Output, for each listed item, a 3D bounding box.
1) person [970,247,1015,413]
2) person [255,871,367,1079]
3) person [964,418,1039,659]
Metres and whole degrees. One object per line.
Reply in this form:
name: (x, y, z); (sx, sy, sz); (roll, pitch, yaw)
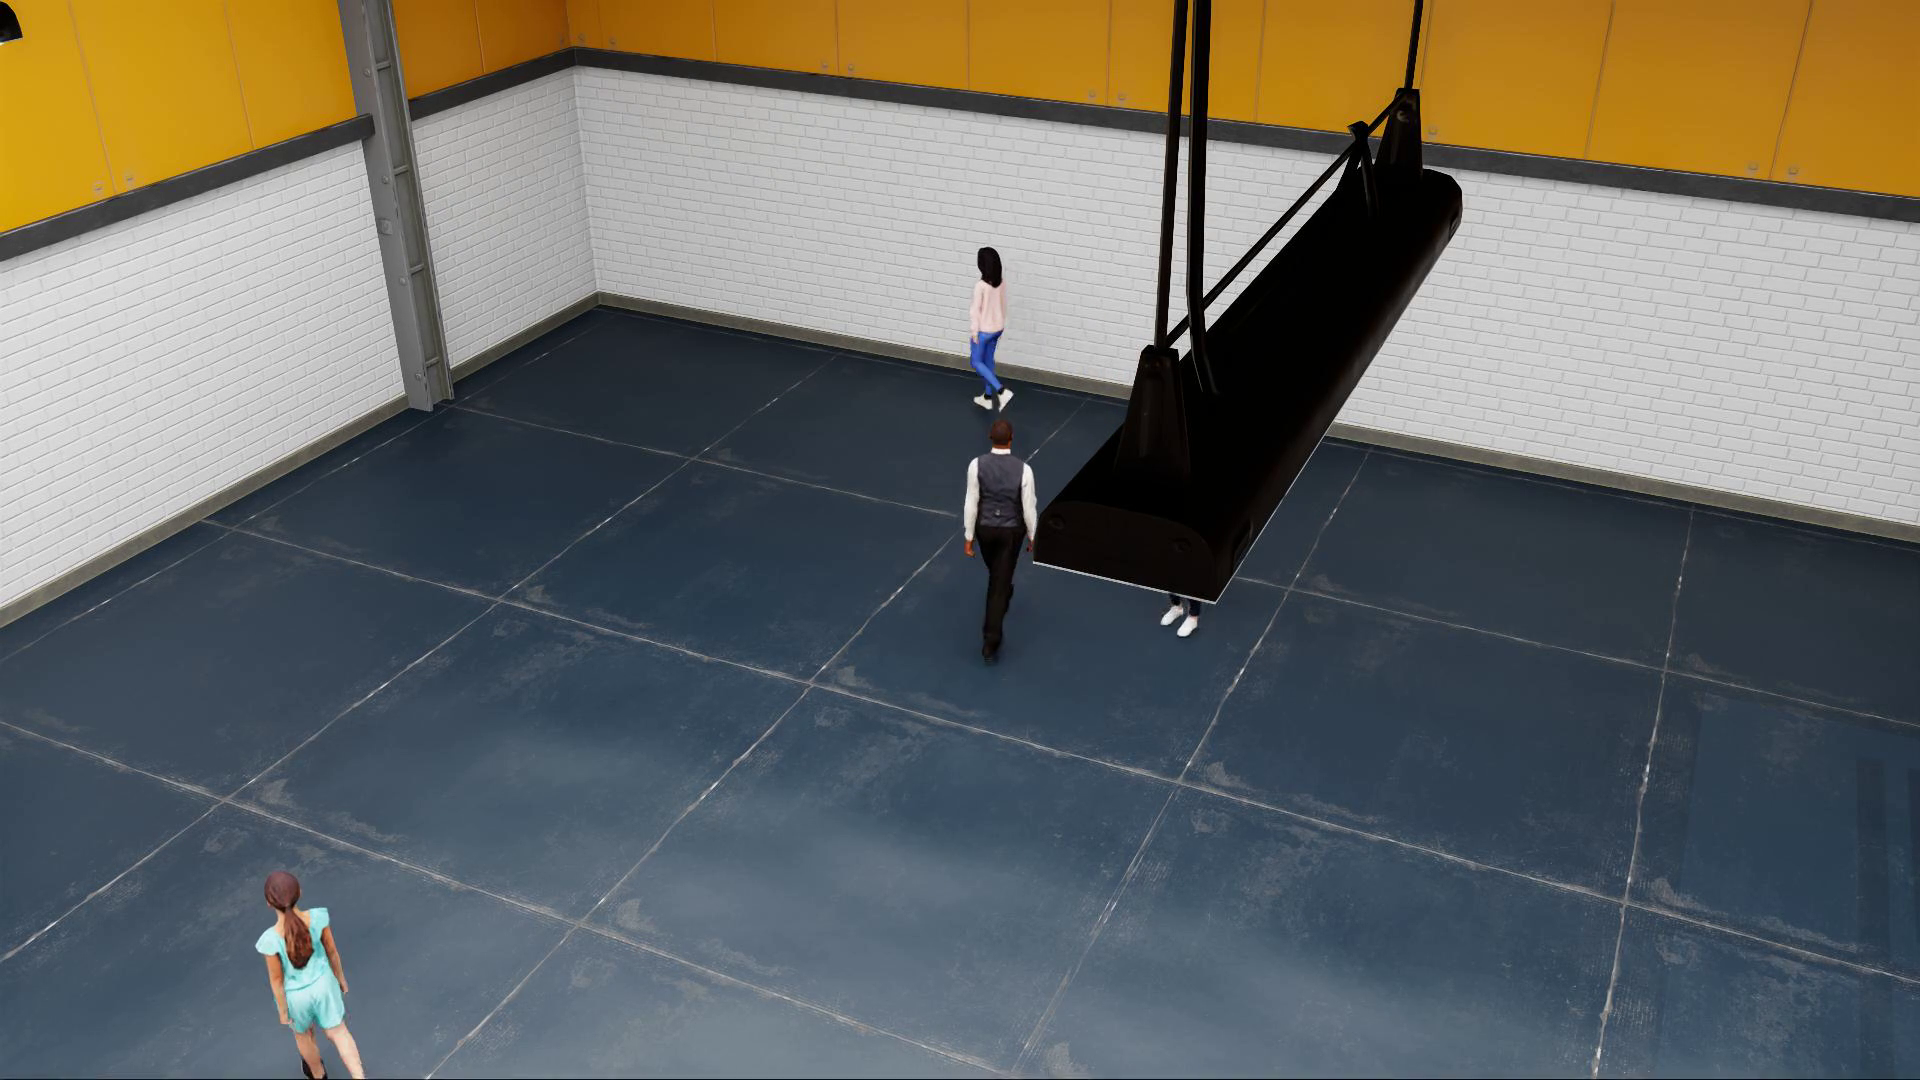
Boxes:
person: (0.342, -2.096, 16.912); (0.932, 1.752, 0.903); (-23, 36, -36)
person: (-3.435, 2.427, 8.838); (0.965, 1.543, 0.843); (-24, 37, -37)
person: (0.292, 0.014, 12.926); (0.893, 1.865, 1.355); (7, 29, 12)
